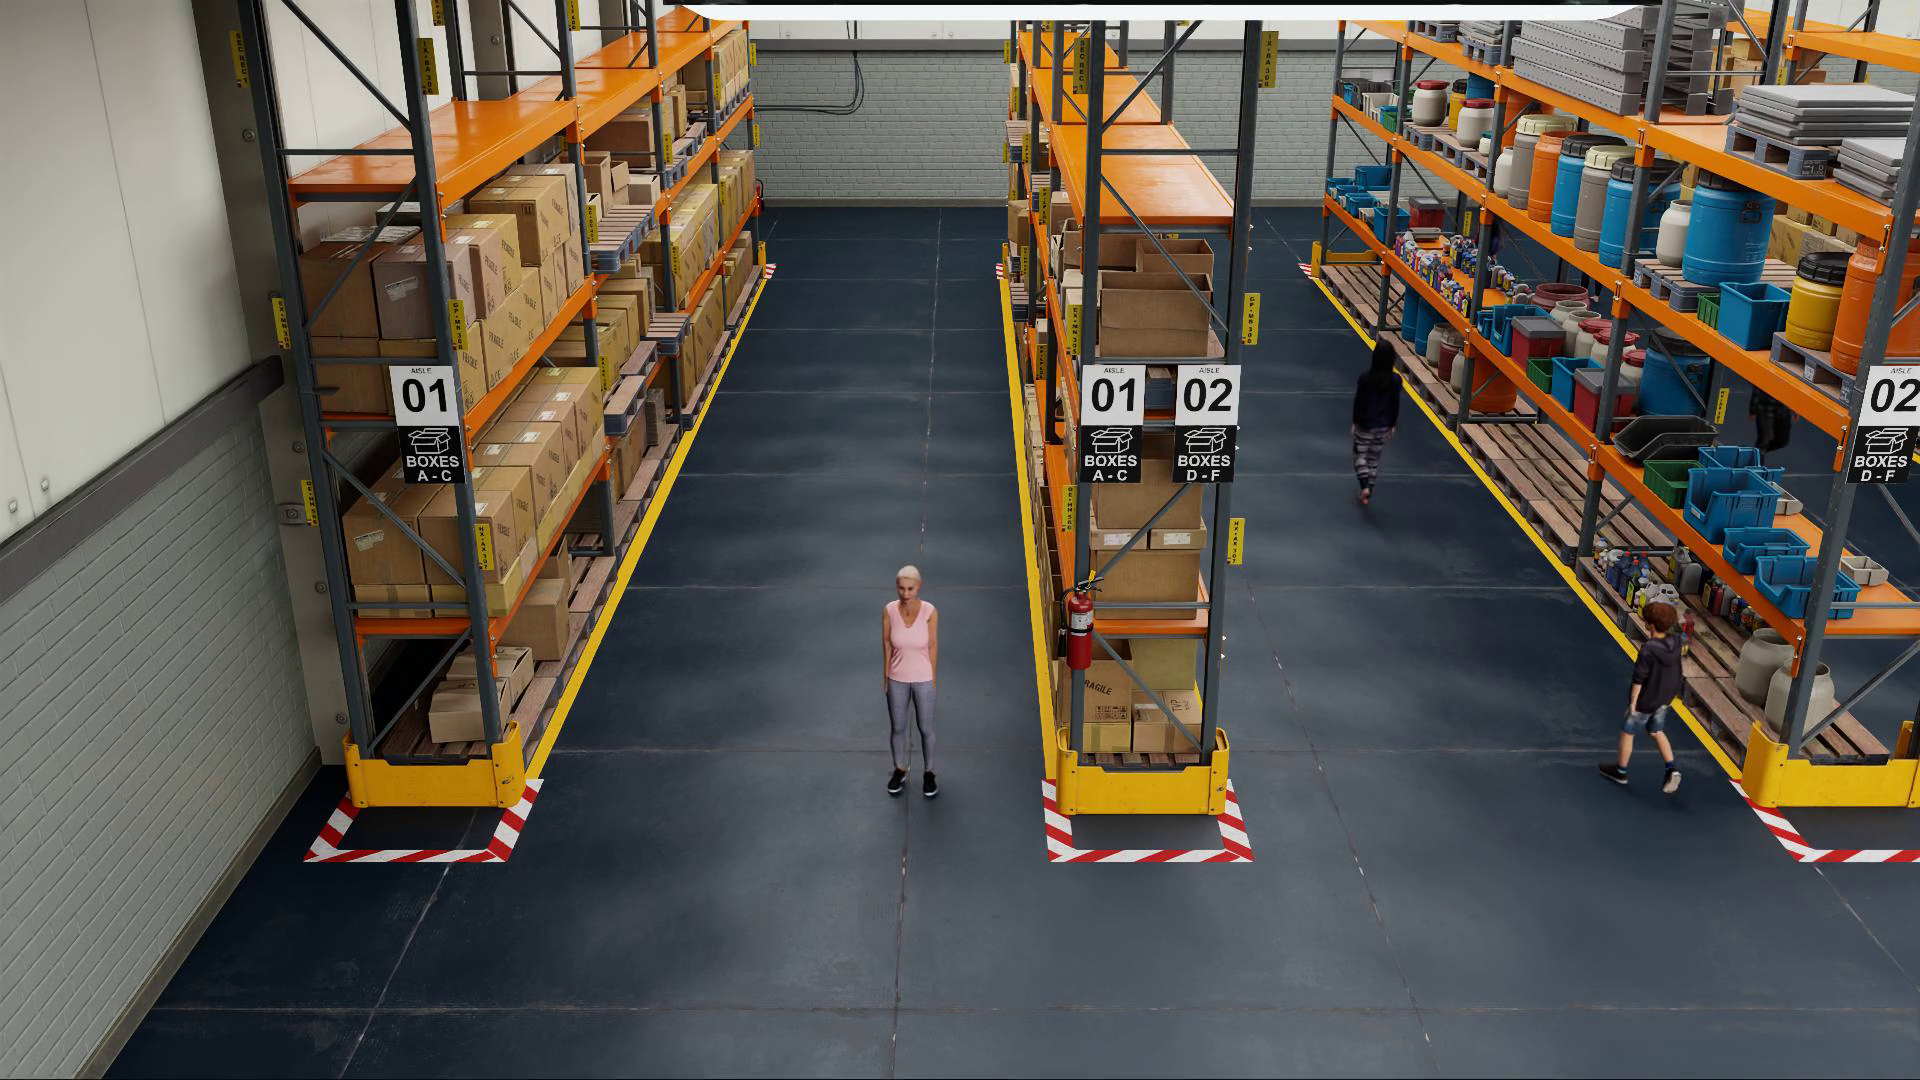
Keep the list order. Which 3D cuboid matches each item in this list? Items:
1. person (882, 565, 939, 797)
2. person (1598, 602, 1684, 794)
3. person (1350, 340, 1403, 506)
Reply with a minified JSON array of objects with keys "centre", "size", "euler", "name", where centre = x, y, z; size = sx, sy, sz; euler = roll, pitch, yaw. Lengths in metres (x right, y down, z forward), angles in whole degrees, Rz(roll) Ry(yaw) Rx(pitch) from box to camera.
[{"centre":[-0.337,0.958,11.575],"size":[0.556,1.722,0.528],"euler":[3,22,7],"name":"person"},{"centre":[4.852,1.105,11.594],"size":[0.735,1.437,0.906],"euler":[-9,24,-21],"name":"person"},{"centre":[4.169,-1.134,16.695],"size":[0.622,1.719,0.656],"euler":[0,22,0],"name":"person"}]
